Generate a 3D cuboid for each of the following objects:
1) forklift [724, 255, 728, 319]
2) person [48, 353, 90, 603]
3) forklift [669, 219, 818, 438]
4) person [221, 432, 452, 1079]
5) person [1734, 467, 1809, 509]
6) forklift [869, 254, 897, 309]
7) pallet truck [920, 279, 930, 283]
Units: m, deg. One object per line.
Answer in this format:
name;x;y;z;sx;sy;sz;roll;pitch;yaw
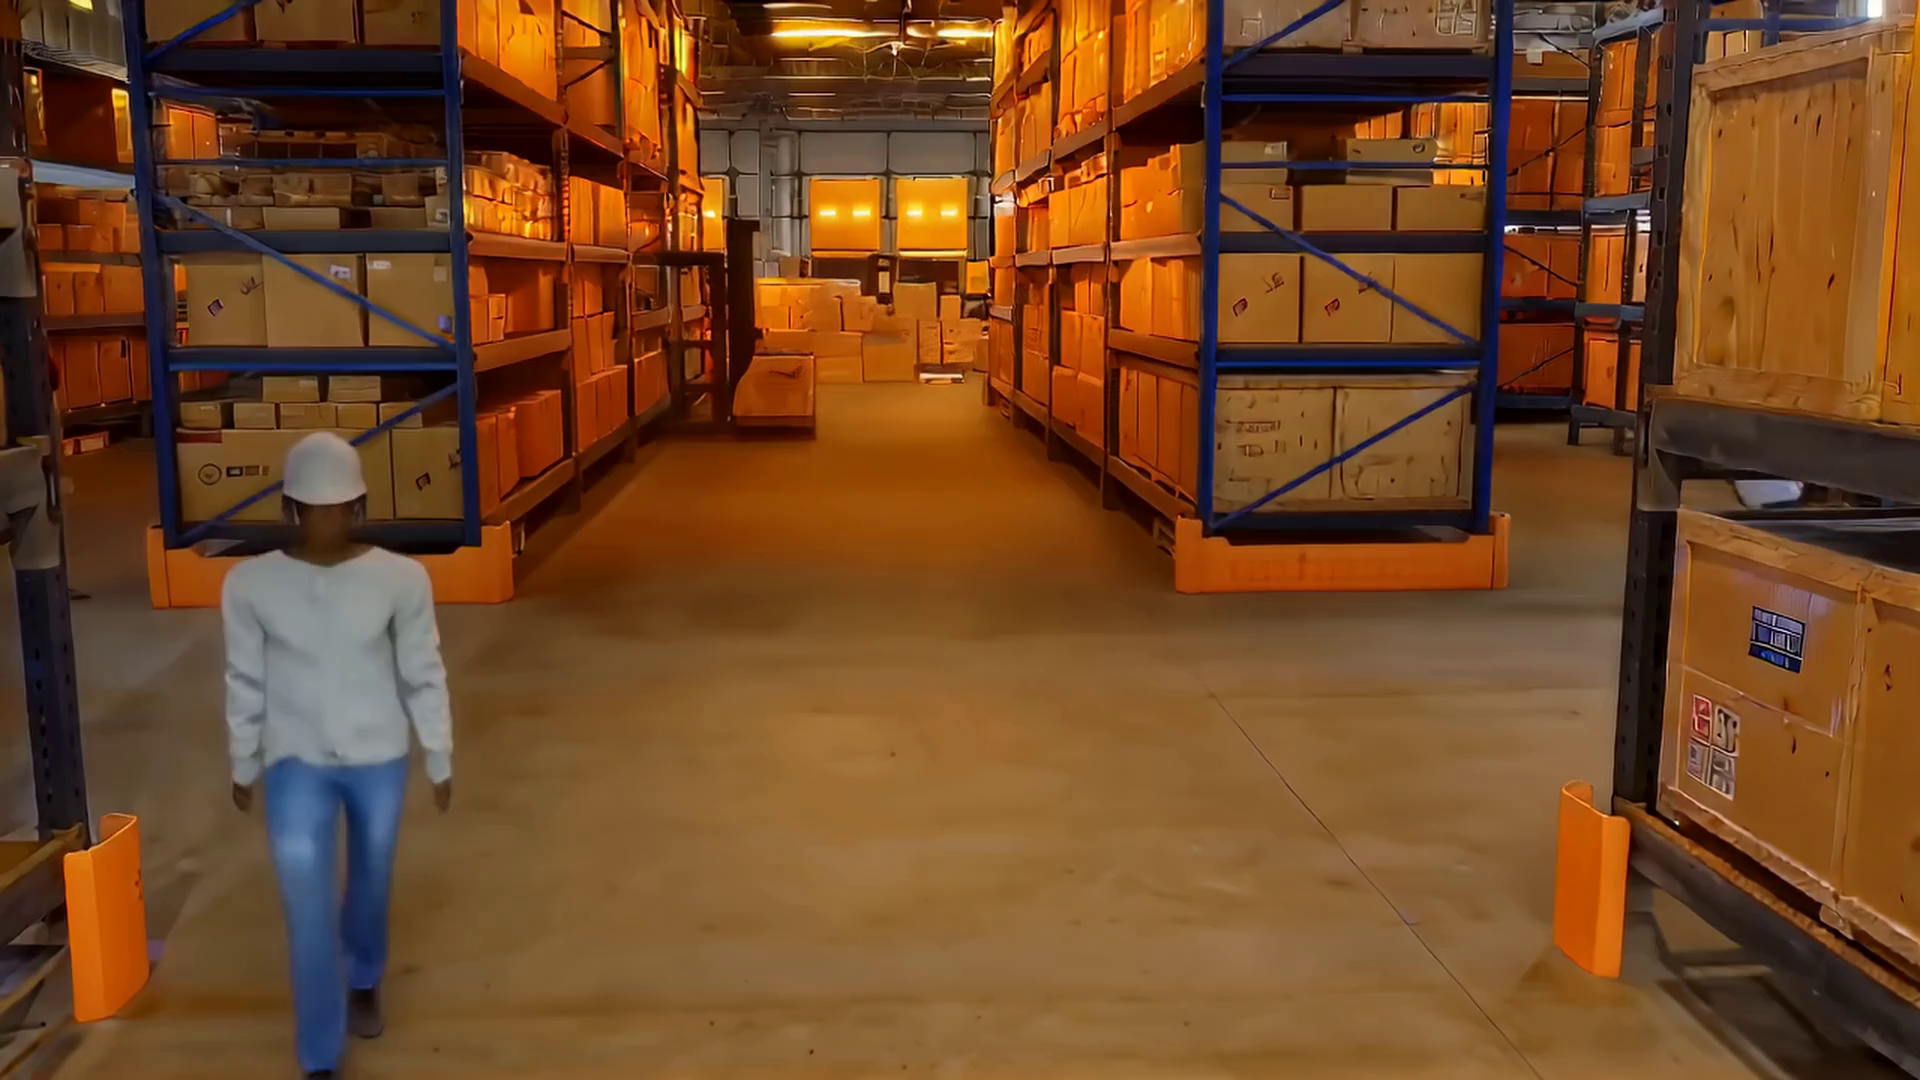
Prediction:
forklift;-8.368;-8.713;59.038;1.129;2.768;1.873;-1;9;-4
person;-5.918;-0.403;10.760;0.507;1.632;0.268;6;11;33
forklift;-2.820;-2.761;21.664;1.873;2.768;1.129;-1;9;-4
person;-1.609;0.576;4.334;0.543;1.711;0.911;-4;10;-22
person;4.456;-0.261;8.901;1.037;1.935;0.645;4;10;22
forklift;-2.577;-8.193;55.775;1.129;2.768;1.873;-7;11;-38
pallet truck;-0.932;-8.922;63.114;1.885;1.965;0.823;2;9;13
